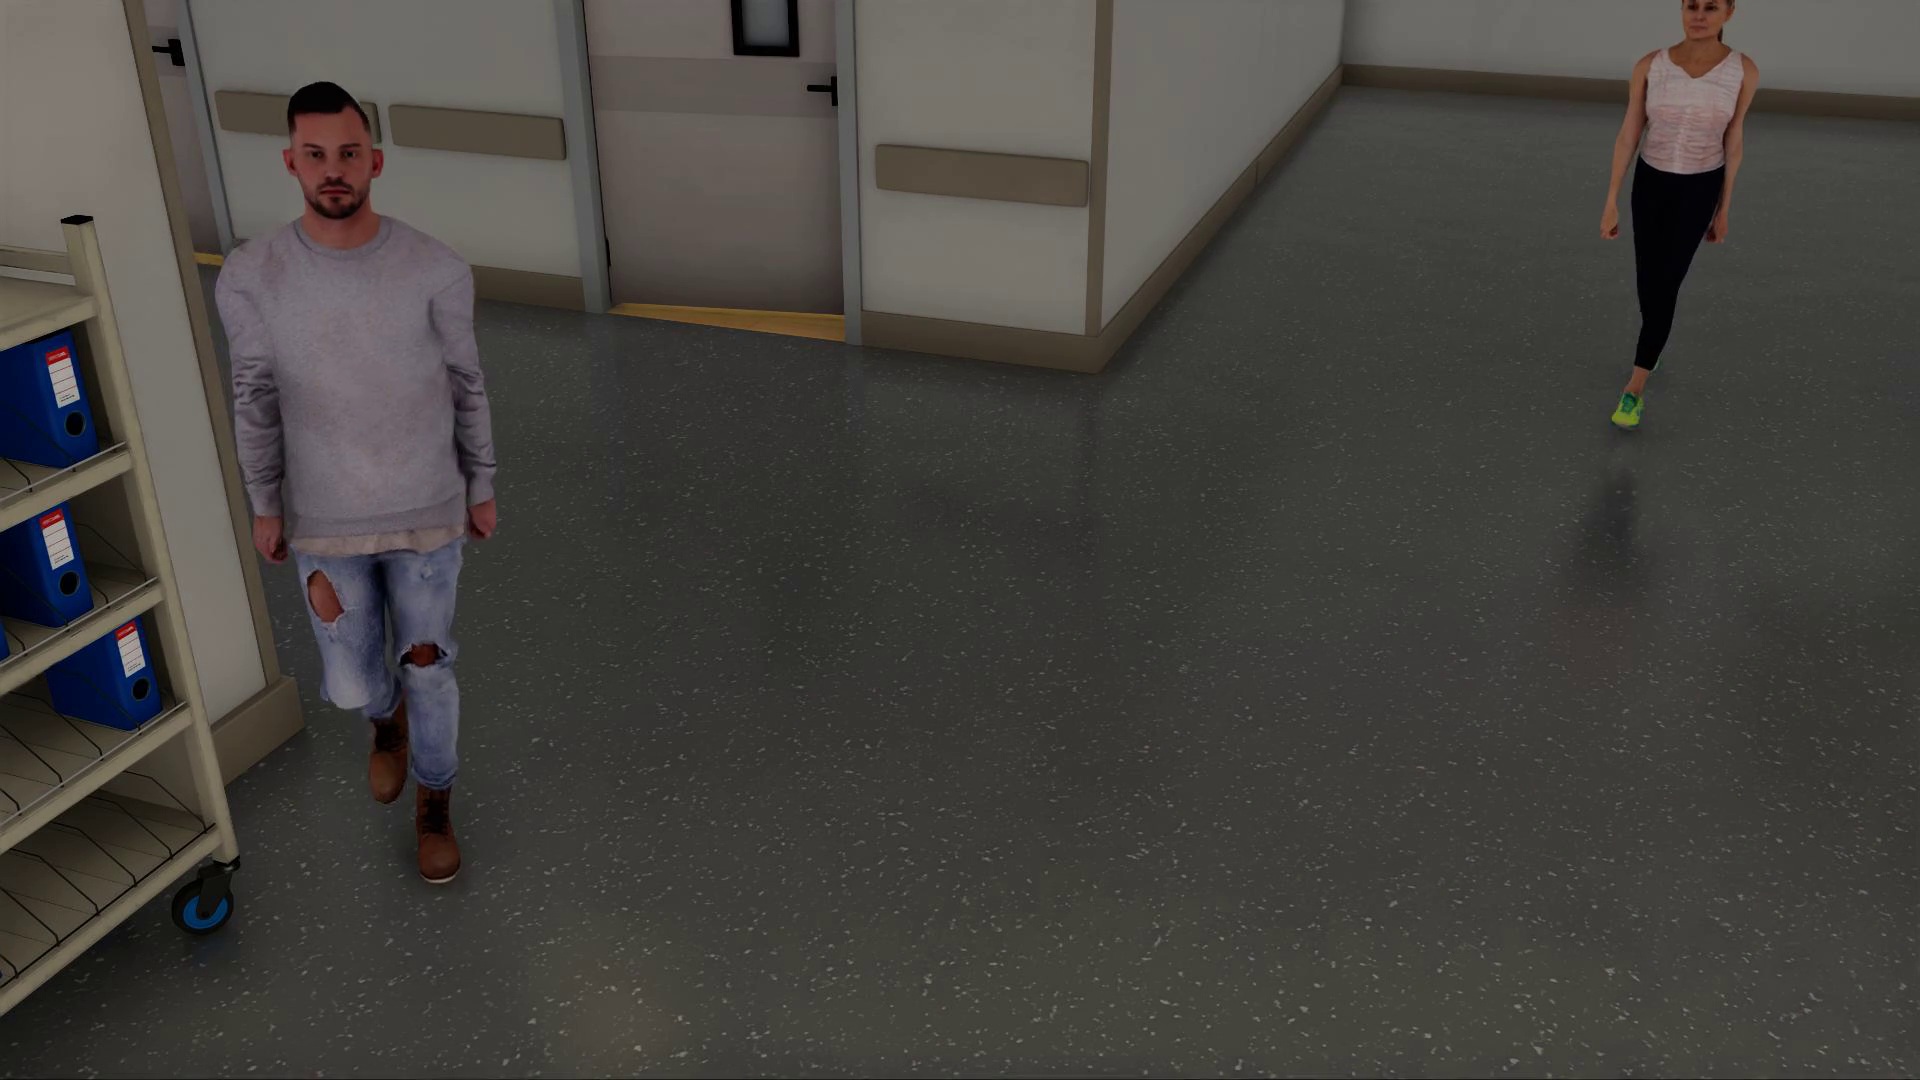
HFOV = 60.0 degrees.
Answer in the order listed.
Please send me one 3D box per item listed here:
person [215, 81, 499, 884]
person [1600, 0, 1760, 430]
[{"bbox_3d":[-1.325,-0.113,3.754,0.881,1.829,0.940,-8,27,-15],"label":"person"},{"bbox_3d":[2.781,-1.325,6.472,0.748,1.652,1.236,14,29,26],"label":"person"}]
